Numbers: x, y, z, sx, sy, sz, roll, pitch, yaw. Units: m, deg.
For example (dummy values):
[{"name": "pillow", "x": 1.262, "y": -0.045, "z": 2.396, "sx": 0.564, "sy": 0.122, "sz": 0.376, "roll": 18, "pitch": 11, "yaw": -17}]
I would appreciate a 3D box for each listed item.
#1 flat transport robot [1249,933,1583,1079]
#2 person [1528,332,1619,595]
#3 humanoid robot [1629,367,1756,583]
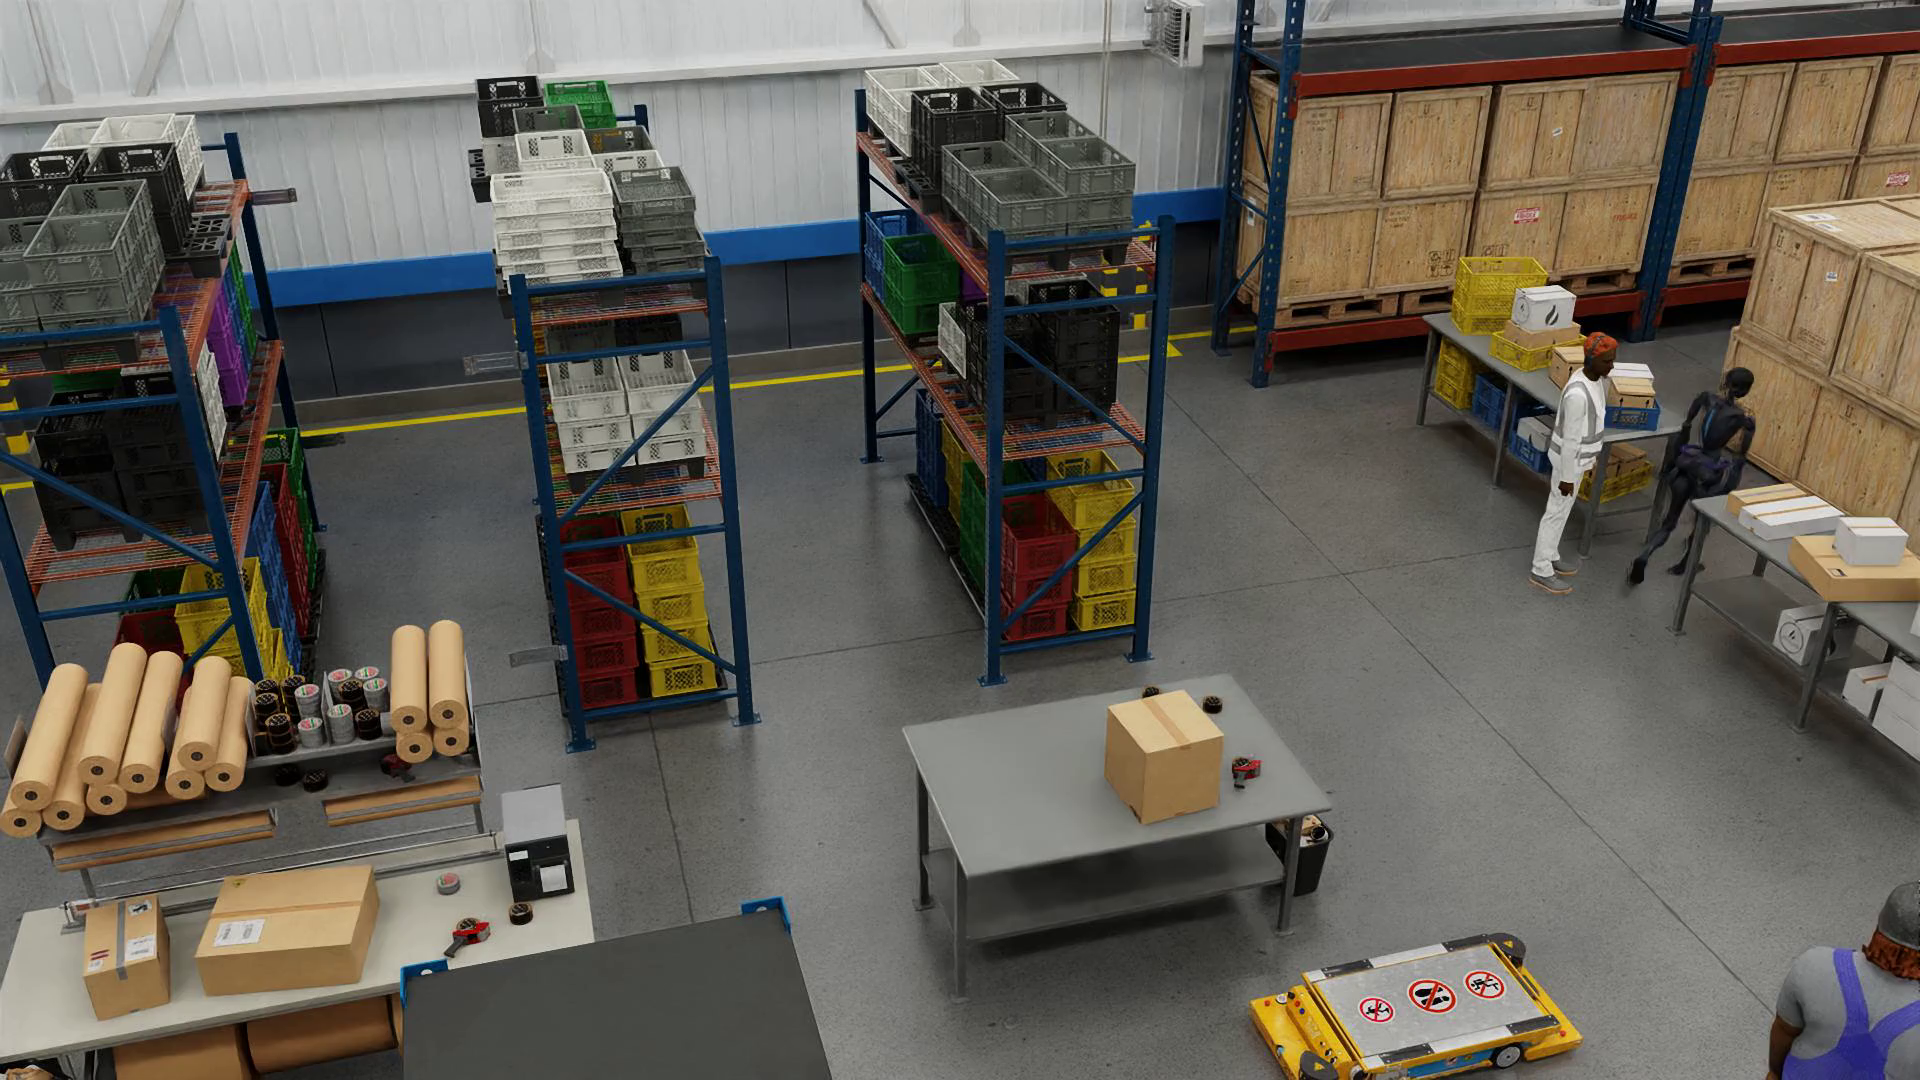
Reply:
[{"name": "flat transport robot", "x": 2.184, "y": 2.282, "z": 7.980, "sx": 1.431, "sy": 0.197, "sz": 0.652, "roll": -8, "pitch": 30, "yaw": -14}, {"name": "person", "x": 4.231, "y": -0.542, "z": 11.471, "sx": 0.340, "sy": 1.881, "sz": 0.582, "roll": 14, "pitch": 32, "yaw": 24}, {"name": "humanoid robot", "x": 5.070, "y": -0.444, "z": 11.531, "sx": 0.622, "sy": 1.623, "sz": 0.596, "roll": -14, "pitch": 32, "yaw": -24}]
